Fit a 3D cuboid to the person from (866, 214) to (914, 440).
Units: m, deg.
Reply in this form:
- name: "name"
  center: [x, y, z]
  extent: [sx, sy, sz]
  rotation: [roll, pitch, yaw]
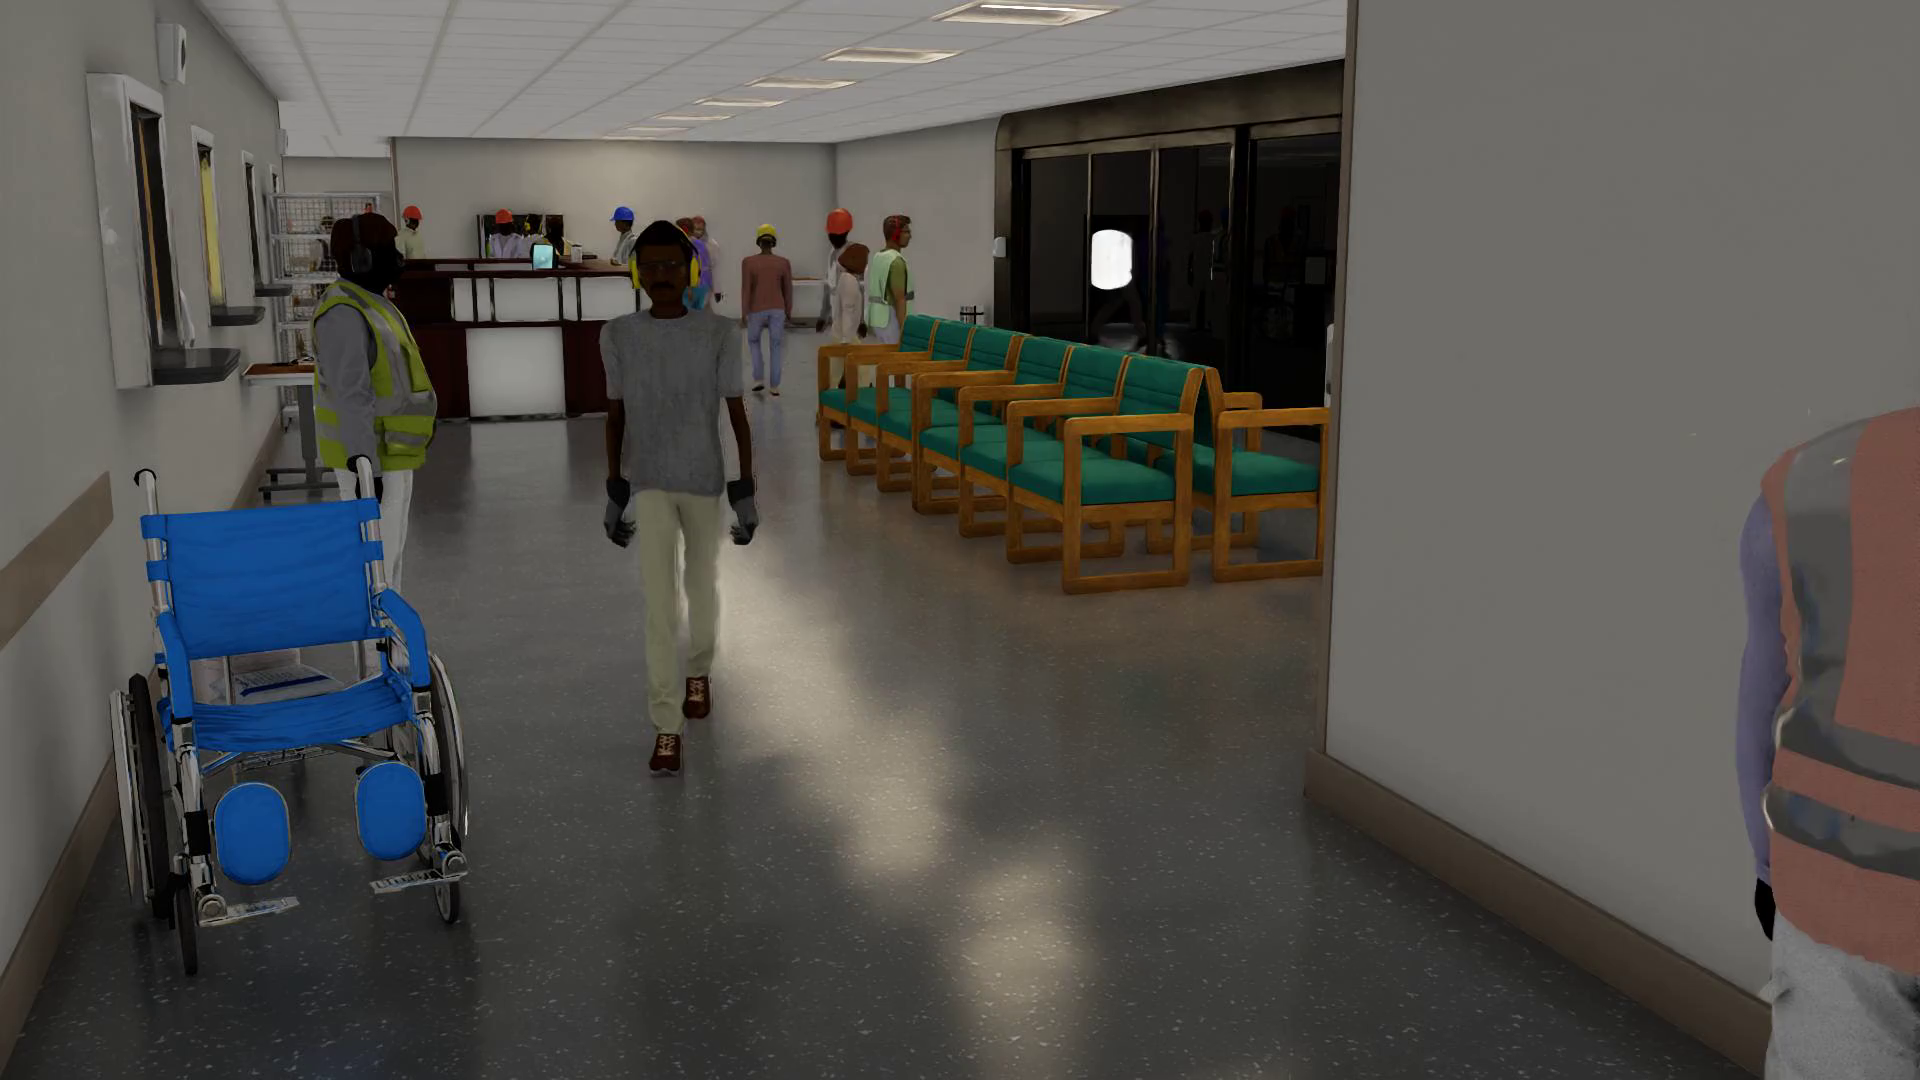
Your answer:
- name: "person"
  center: [-0.558, -1.704, 13.500]
  extent: [0.373, 1.840, 0.568]
  rotation: [-4, 12, -20]

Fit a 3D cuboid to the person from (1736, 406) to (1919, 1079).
- name: "person"
  center: [1.330, 0.511, 2.181]
  extent: [0.642, 1.828, 0.432]
  rotation: [11, 15, 43]

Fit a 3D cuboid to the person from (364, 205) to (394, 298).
- name: "person"
  center: [-8.168, -3.674, 23.253]
  extent: [0.608, 1.986, 0.403]
  rotation: [2, 11, 8]

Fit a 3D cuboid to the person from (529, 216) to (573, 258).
- name: "person"
  center: [-5.002, -3.084, 20.613]
  extent: [0.429, 1.835, 0.628]
  rotation: [9, 15, 40]

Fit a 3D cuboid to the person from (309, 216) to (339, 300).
- name: "person"
  center: [-8.325, -3.371, 22.063]
  extent: [0.522, 1.834, 0.363]
  rotation: [-5, 12, -22]

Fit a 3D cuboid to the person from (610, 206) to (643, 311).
- name: "person"
  center: [-4.124, -3.163, 20.707]
  extent: [0.400, 1.949, 0.605]
  rotation: [-6, 13, -29]

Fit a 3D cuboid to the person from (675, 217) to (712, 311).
- name: "person"
  center: [-3.432, -3.226, 21.396]
  extent: [0.459, 1.816, 0.585]
  rotation: [4, 12, 22]

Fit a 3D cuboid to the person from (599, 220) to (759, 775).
- name: "person"
  center: [-0.973, -0.185, 5.778]
  extent: [0.540, 1.826, 0.962]
  rotation: [-1, 11, -6]

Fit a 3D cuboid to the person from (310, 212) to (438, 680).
- name: "person"
  center: [-2.198, -0.304, 6.313]
  extent: [0.429, 1.846, 0.625]
  rotation: [-2, 11, -10]

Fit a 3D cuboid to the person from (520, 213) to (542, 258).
- name: "person"
  center: [-5.768, -3.500, 22.658]
  extent: [0.309, 1.864, 0.534]
  rotation: [8, 14, 36]

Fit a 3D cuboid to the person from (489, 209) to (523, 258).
- name: "person"
  center: [-6.311, -3.635, 23.194]
  extent: [0.549, 1.928, 0.389]
  rotation: [3, 11, 14]

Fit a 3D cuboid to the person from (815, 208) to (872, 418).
- name: "person"
  center: [-0.998, -2.012, 14.933]
  extent: [0.514, 1.913, 0.703]
  rotation: [-4, 12, -20]

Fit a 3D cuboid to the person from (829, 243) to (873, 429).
- name: "person"
  center: [-0.908, -1.724, 14.218]
  extent: [0.690, 1.594, 0.610]
  rotation: [-2, 11, -8]

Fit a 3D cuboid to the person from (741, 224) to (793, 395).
- name: "person"
  center: [-2.002, -2.378, 17.196]
  extent: [0.543, 1.748, 0.588]
  rotation: [-3, 11, -16]

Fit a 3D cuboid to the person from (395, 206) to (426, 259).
- name: "person"
  center: [-7.948, -3.857, 24.208]
  extent: [0.413, 1.981, 0.625]
  rotation: [3, 11, 14]
